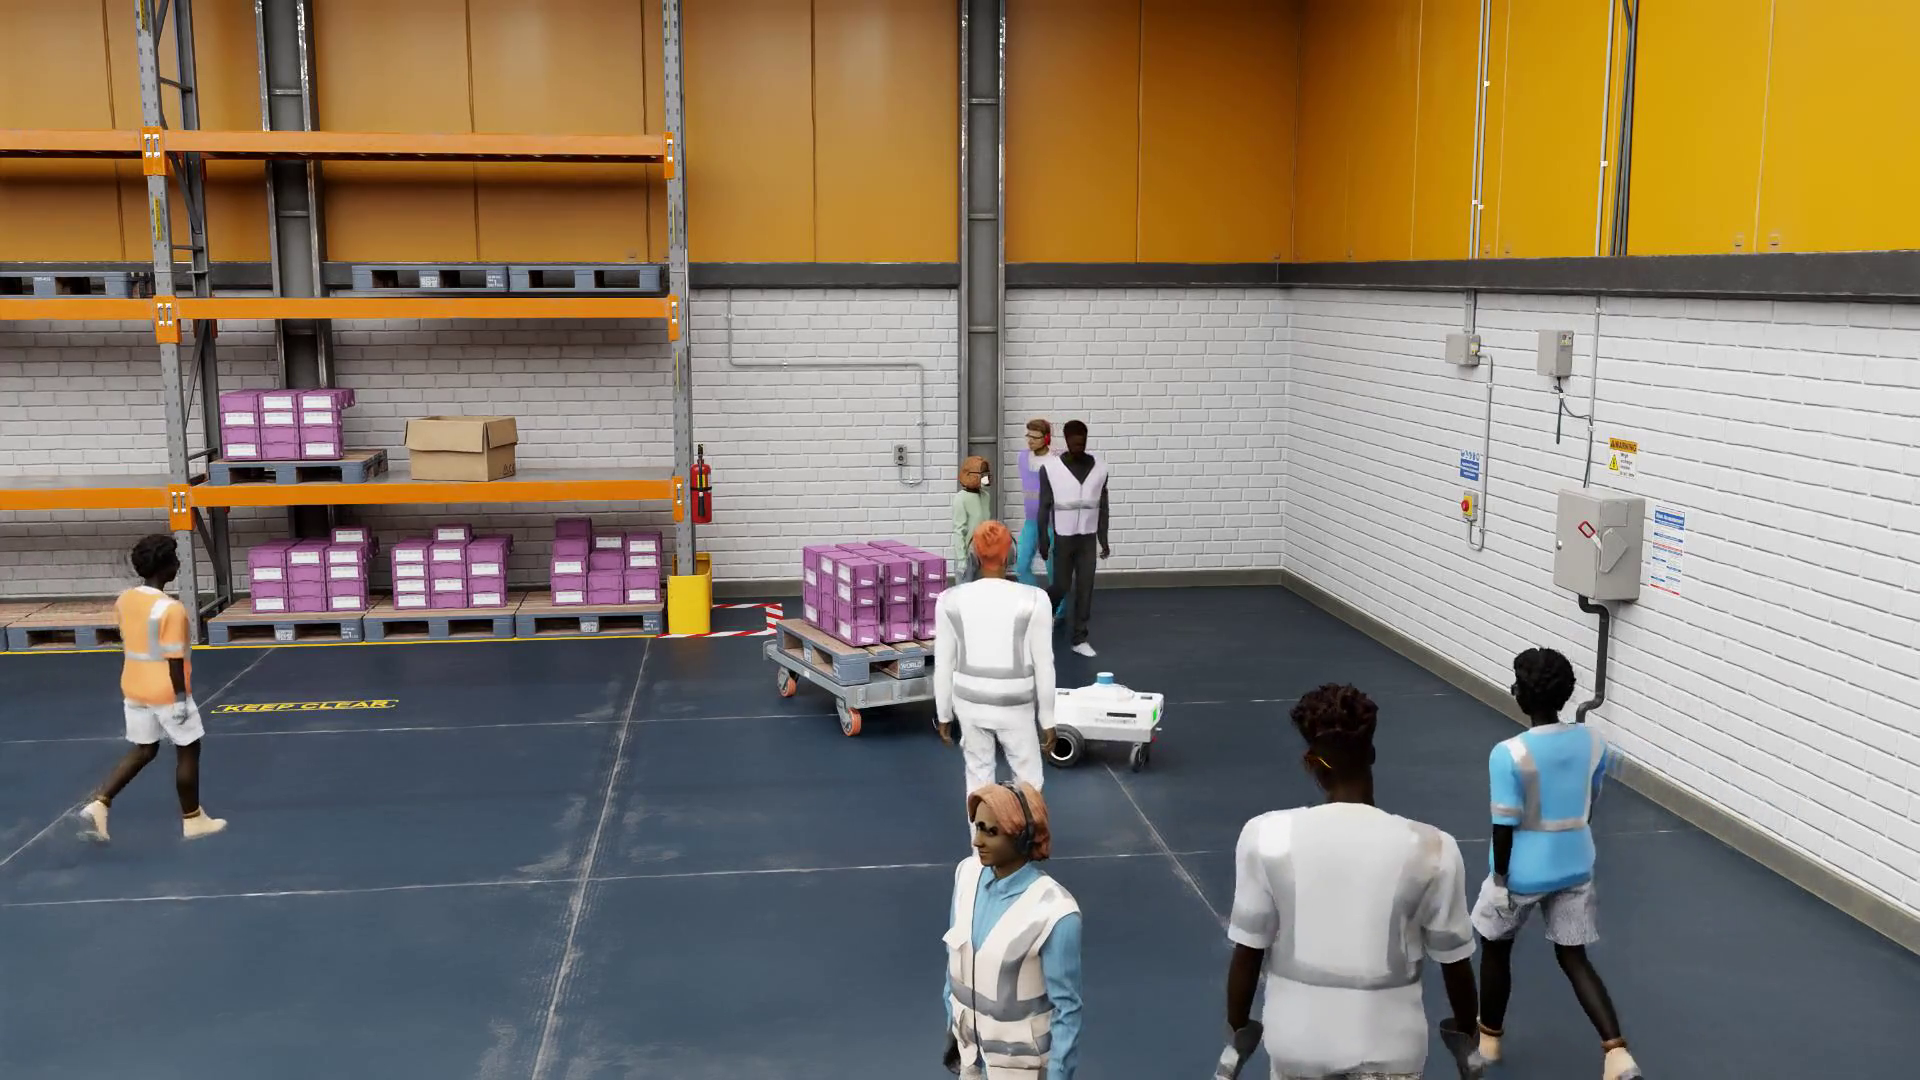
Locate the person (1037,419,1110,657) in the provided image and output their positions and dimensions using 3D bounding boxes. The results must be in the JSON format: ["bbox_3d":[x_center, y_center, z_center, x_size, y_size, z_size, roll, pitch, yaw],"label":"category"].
[{"bbox_3d":[0.884,-0.037,13.313,0.593,1.894,0.619,-3,10,-20],"label":"person"}]

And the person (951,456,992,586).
[{"bbox_3d":[0.102,0.161,12.881,0.281,1.634,0.498,5,10,28],"label":"person"}]

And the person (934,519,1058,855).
[{"bbox_3d":[0.163,0.831,7.931,0.611,1.875,0.446,2,9,14],"label":"person"}]

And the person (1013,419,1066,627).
[{"bbox_3d":[0.696,-0.129,14.130,0.606,1.808,0.590,-8,12,-40],"label":"person"}]

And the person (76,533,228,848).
[{"bbox_3d":[-4.268,0.805,8.715,0.533,1.677,0.671,5,10,29],"label":"person"}]

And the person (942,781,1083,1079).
[{"bbox_3d":[0.137,1.469,4.694,0.311,1.642,0.512,-8,12,-39],"label":"person"}]

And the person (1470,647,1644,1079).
[{"bbox_3d":[2.189,1.228,6.121,0.531,1.668,0.775,-3,10,-18],"label":"person"}]

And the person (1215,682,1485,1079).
[{"bbox_3d":[1.096,1.338,4.627,0.695,1.915,0.917,3,10,18],"label":"person"}]

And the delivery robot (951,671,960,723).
[{"bbox_3d":[0.162,1.008,10.659,0.477,0.478,0.707,-3,10,-21],"label":"delivery robot"}]

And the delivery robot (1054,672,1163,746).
[{"bbox_3d":[0.899,1.064,10.309,0.707,0.478,0.477,2,9,12],"label":"delivery robot"}]
